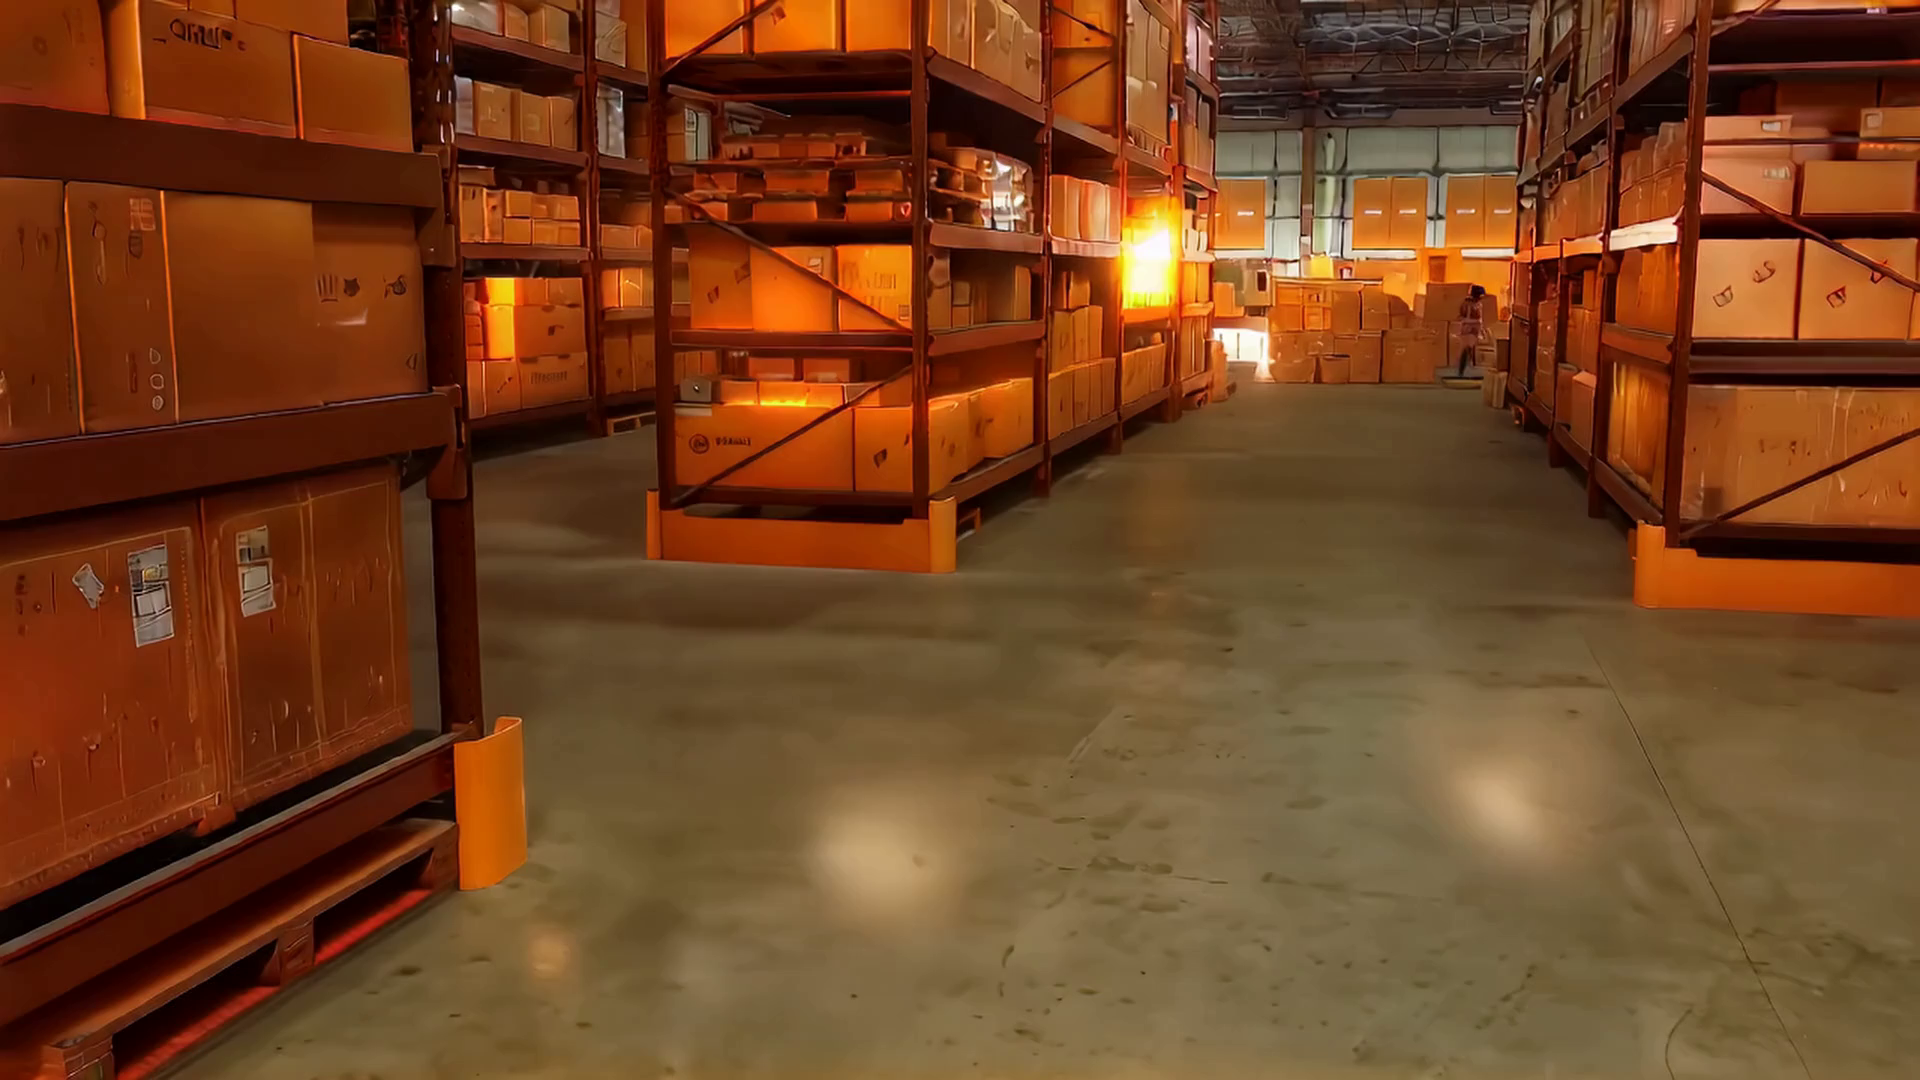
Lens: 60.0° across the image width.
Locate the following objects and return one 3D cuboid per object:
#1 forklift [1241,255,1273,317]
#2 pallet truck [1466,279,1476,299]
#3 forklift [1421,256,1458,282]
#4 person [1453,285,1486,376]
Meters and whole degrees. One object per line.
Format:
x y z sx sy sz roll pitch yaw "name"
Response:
10.551 -8.662 58.805 1.129 2.768 1.873 2 9 15 "forklift"
18.896 -8.459 60.307 1.885 1.965 0.823 5 10 31 "pallet truck"
12.201 -6.084 42.428 1.129 2.768 1.873 2 9 15 "forklift"
10.270 -4.185 33.484 0.560 1.885 0.772 -4 10 -24 "person"
